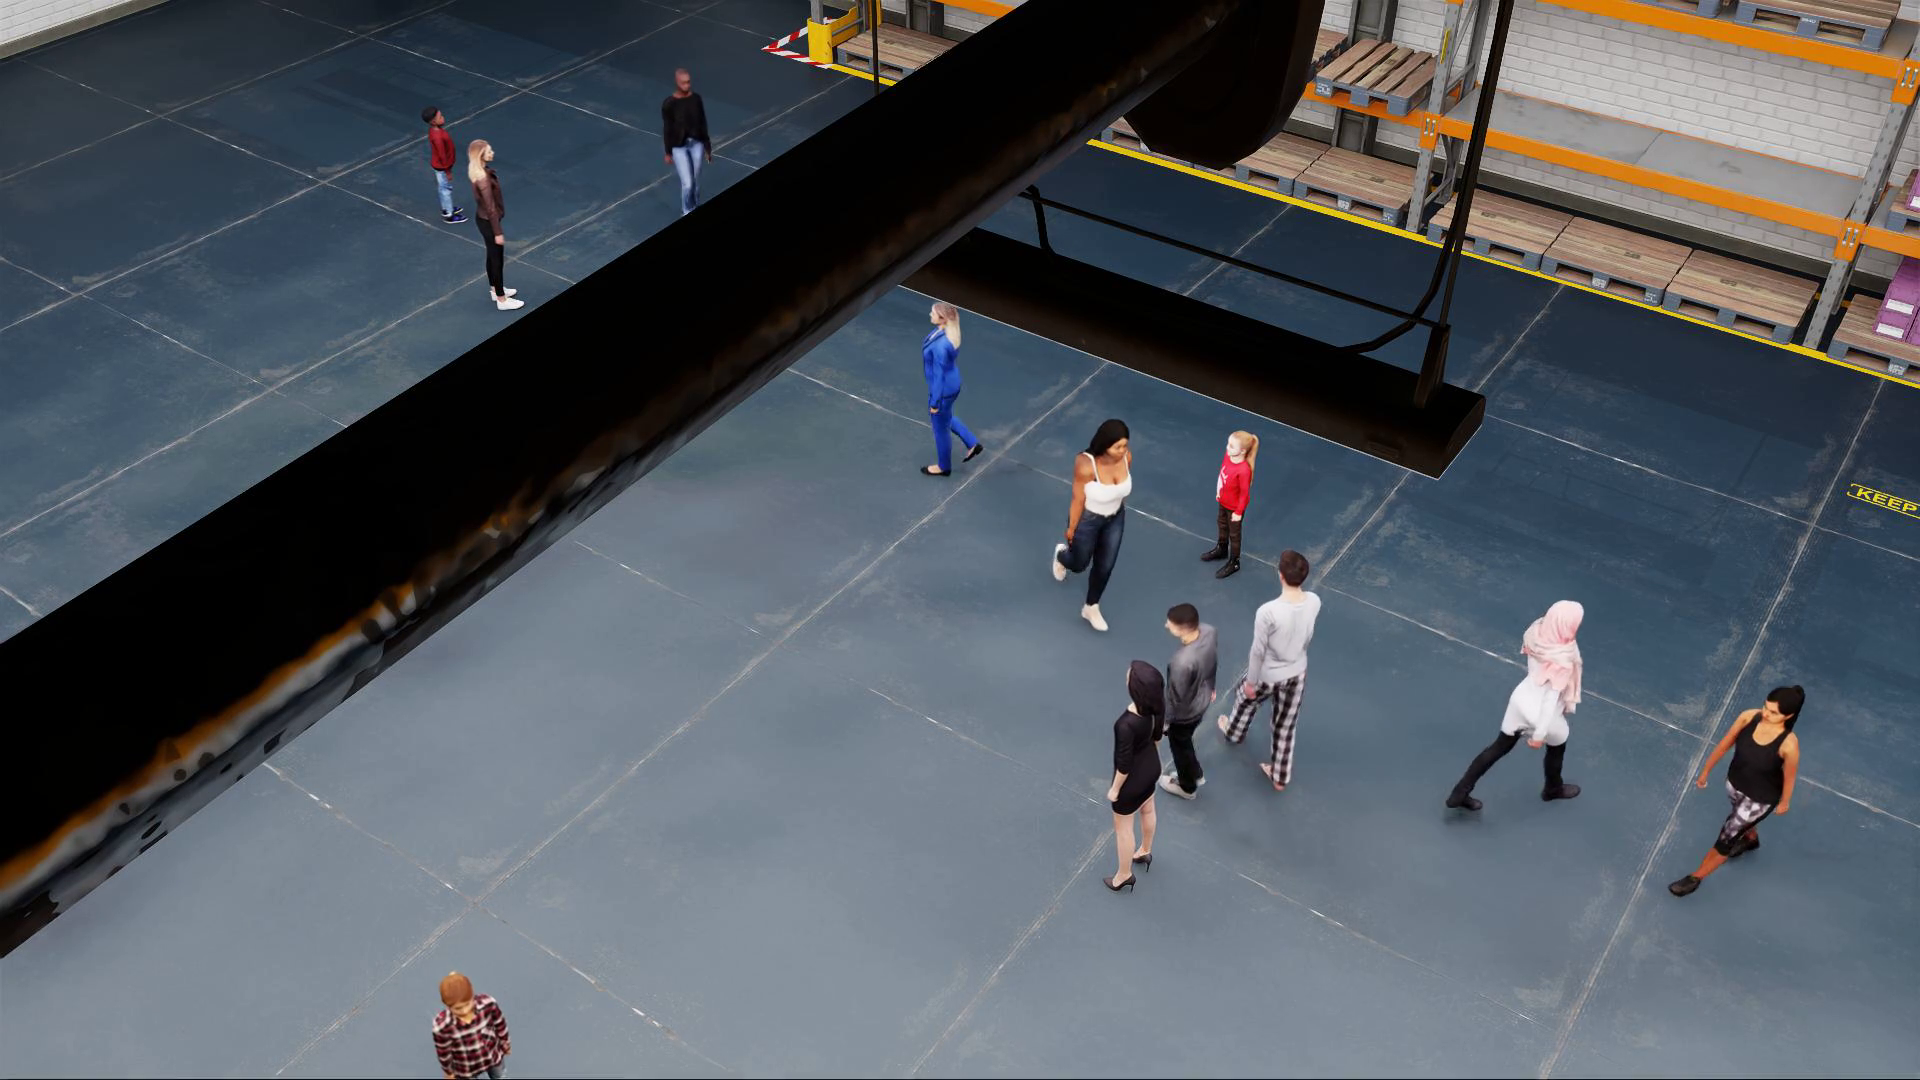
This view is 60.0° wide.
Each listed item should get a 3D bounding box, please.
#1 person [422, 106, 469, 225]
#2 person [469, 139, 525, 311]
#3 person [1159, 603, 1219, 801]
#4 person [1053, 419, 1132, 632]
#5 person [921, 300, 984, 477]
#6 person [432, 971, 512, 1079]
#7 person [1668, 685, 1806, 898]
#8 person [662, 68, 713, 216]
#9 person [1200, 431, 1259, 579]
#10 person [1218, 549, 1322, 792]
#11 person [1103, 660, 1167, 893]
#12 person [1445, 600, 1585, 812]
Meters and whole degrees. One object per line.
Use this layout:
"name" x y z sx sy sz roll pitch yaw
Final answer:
"person" -5.401 -3.916 17.331 0.635 1.255 0.553 -14 41 -17
"person" -4.474 -3.014 15.842 0.735 1.703 0.620 -15 41 -18
"person" 1.522 1.091 10.672 0.608 1.741 0.683 24 44 27
"person" 0.950 -0.188 12.244 0.967 1.778 1.119 -15 41 -17
"person" -0.038 -1.226 13.613 0.879 1.691 0.803 7 39 8
"person" -2.611 2.747 8.951 0.595 1.301 0.590 -23 44 -26
"person" 4.948 1.488 10.271 1.016 1.622 1.124 -17 42 -20
"person" -2.839 -4.051 17.118 0.717 1.732 0.732 -22 43 -25
"person" 2.090 -0.297 12.778 0.641 1.281 0.560 -14 41 -17
"person" 2.116 0.910 10.832 0.997 1.824 1.109 -12 40 -15
"person" 1.072 1.453 10.168 0.520 1.803 0.627 29 47 31
"person" 3.591 1.107 10.636 1.186 1.761 1.181 -9 40 -11
